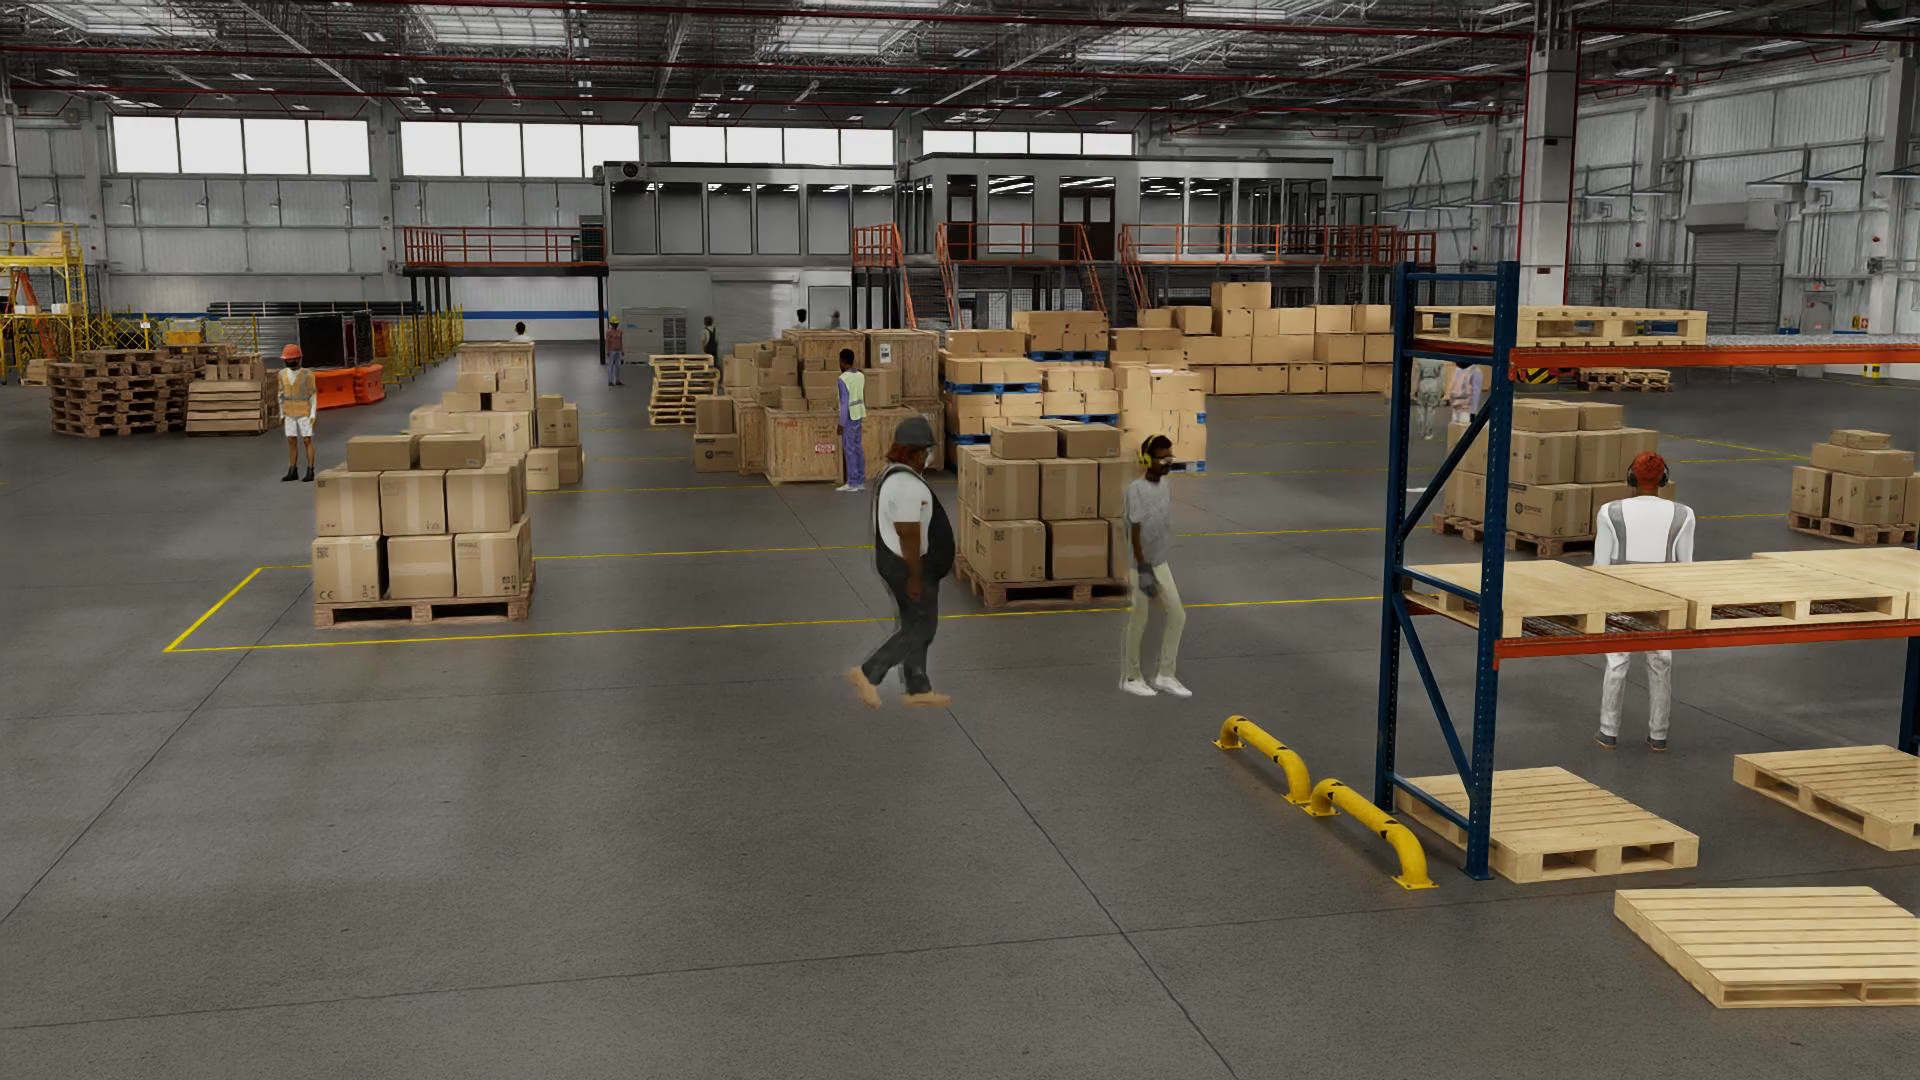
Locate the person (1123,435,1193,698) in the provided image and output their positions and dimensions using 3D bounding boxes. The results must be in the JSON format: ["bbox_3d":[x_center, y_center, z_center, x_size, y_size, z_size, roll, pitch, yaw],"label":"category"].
[{"bbox_3d":[1.381,0.202,11.530,0.501,1.853,0.644,-8,12,-40],"label":"person"}]

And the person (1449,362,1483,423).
[{"bbox_3d":[7.382,-1.894,24.413,0.449,1.823,0.642,-2,10,-15],"label":"person"}]

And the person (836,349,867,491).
[{"bbox_3d":[-1.458,-1.612,22.379,0.371,1.915,0.595,4,10,23],"label":"person"}]

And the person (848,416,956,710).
[{"bbox_3d":[-0.366,0.165,11.170,0.671,2.000,0.695,-1,9,-7],"label":"person"}]

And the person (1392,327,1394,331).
[{"bbox_3d":[11.009,-4.765,41.908,1.005,1.826,0.642,6,11,32],"label":"person"}]

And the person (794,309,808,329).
[{"bbox_3d":[-4.024,-4.877,42.131,0.362,1.963,0.613,-4,10,-21],"label":"person"}]

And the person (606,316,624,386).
[{"bbox_3d":[-8.758,-4.801,42.275,0.319,1.767,0.534,7,12,37],"label":"person"}]

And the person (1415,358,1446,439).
[{"bbox_3d":[8.292,-2.645,29.270,0.505,1.718,0.661,5,11,29],"label":"person"}]

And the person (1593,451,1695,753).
[{"bbox_3d":[4.227,0.387,10.338,0.574,1.876,0.356,3,10,16],"label":"person"}]

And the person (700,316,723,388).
[{"bbox_3d":[-6.193,-4.664,41.350,0.523,1.804,0.951,-8,12,-40],"label":"person"}]

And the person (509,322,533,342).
[{"bbox_3d":[-9.201,-3.642,34.922,0.514,1.864,0.332,-4,10,-22],"label":"person"}]

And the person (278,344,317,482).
[{"bbox_3d":[-9.296,-1.777,23.330,0.547,1.934,0.376,1,9,7],"label":"person"}]
